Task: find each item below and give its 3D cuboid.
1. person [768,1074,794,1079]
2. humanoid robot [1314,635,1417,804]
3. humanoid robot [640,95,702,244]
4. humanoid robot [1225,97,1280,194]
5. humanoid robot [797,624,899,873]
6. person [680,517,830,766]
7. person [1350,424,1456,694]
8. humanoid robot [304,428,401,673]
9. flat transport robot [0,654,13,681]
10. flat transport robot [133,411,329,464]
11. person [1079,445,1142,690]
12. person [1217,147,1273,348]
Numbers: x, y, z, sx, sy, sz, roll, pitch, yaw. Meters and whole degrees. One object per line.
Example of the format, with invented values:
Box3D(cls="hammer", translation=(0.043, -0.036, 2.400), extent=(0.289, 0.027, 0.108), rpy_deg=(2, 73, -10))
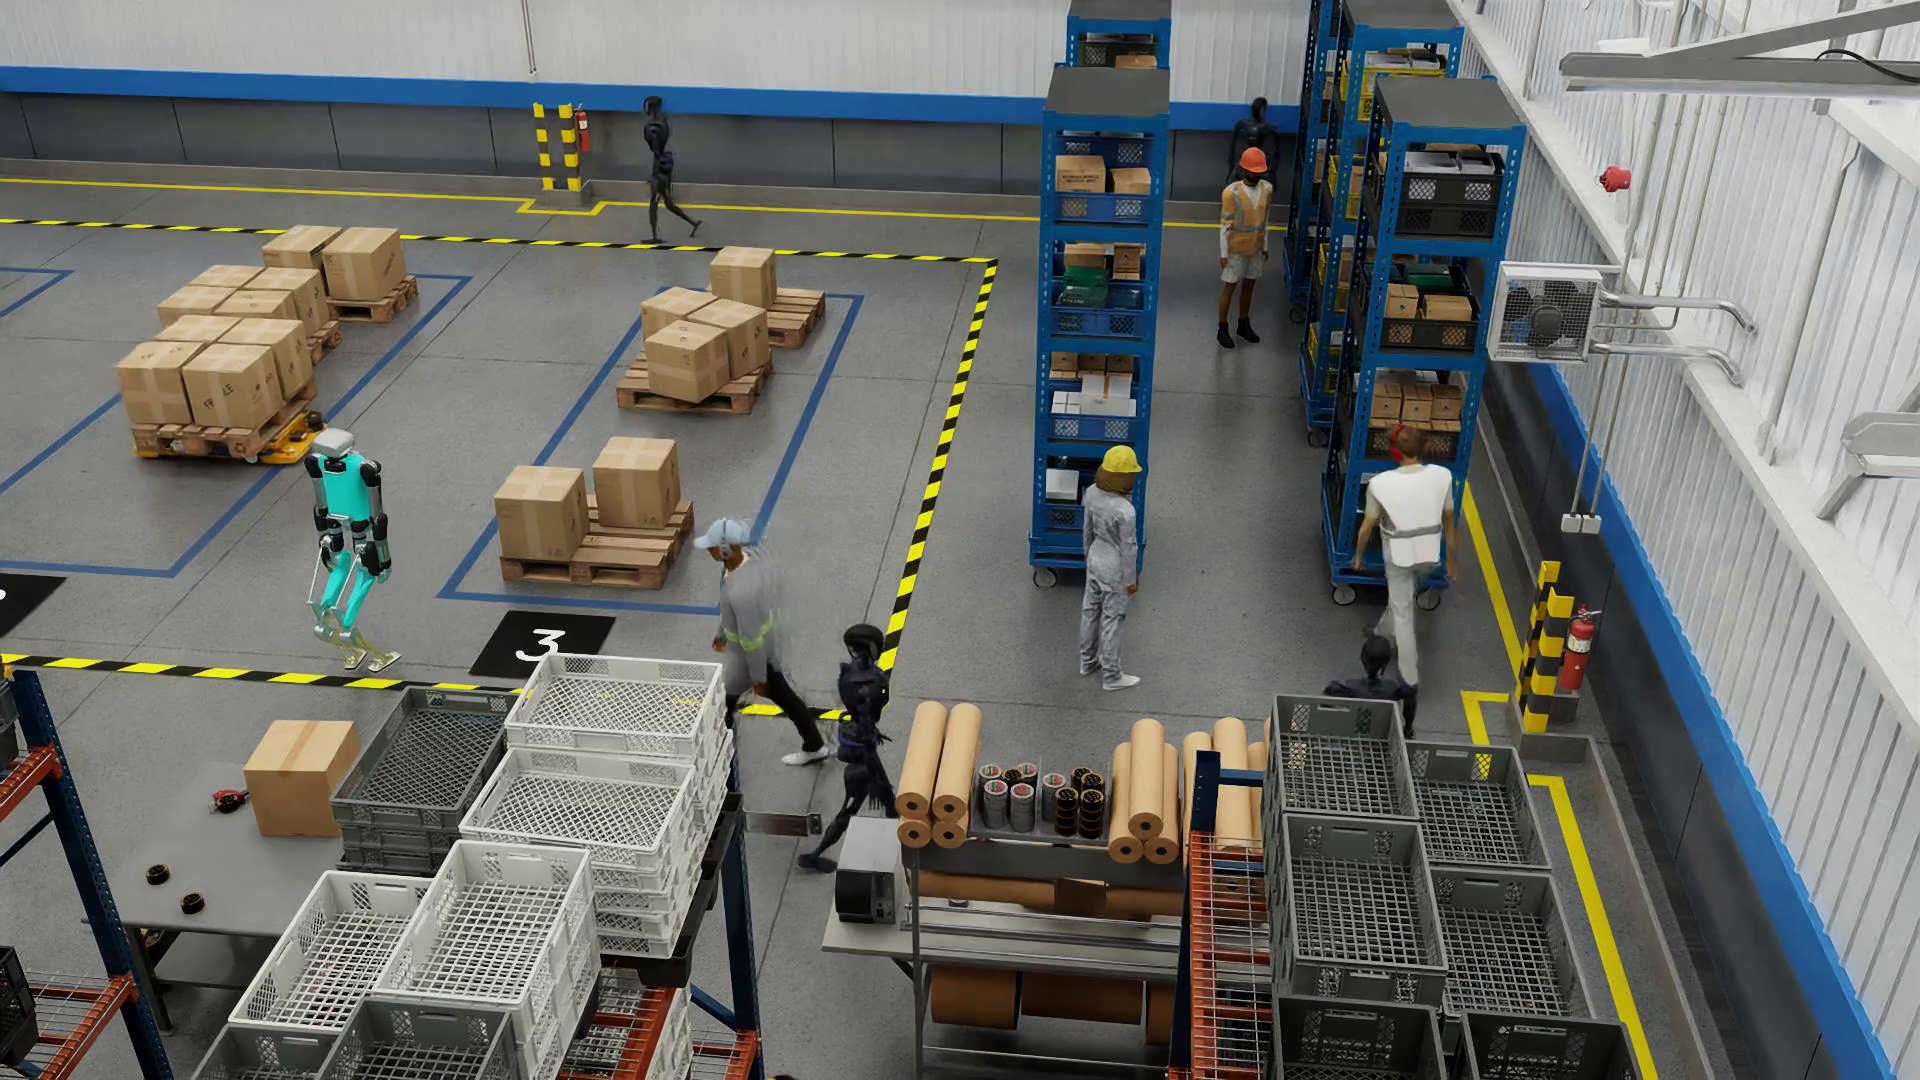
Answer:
Box3D(cls="person", translation=(-0.634, 2.732, 6.394), extent=(0.530, 1.864, 0.309), rpy_deg=(19, 35, 30))
Box3D(cls="humanoid robot", translation=(2.168, 1.294, 9.066), extent=(0.607, 1.640, 0.551), rpy_deg=(-1, 30, -2))
Box3D(cls="humanoid robot", translation=(-3.232, -4.067, 18.280), extent=(0.679, 1.638, 0.595), rpy_deg=(-3, 30, -5))
Box3D(cls="humanoid robot", translation=(3.204, -4.045, 18.230), extent=(0.591, 1.643, 0.502), rpy_deg=(13, 33, 21))
Box3D(cls="humanoid robot", translation=(-0.554, 1.169, 9.313), extent=(0.783, 1.628, 0.603), rpy_deg=(-2, 30, -3))
Box3D(cls="person", translation=(-1.289, 0.652, 10.036), extent=(1.008, 1.790, 0.577), rpy_deg=(1, 30, 1))
Box3D(cls="person", translation=(2.918, 0.092, 11.010), extent=(0.571, 1.774, 0.897), rpy_deg=(-7, 31, -13))
Box3D(cls="humanoid robot", translation=(-4.049, 0.153, 10.817), extent=(0.533, 1.677, 0.735), rpy_deg=(9, 31, 15))
Box3D(cls="flat transport robot", translation=(-7.142, 0.969, 11.010), extent=(1.431, 0.231, 0.659), rpy_deg=(3, 30, 6))
Box3D(cls="flat transport robot", translation=(-6.229, -0.916, 14.219), extent=(1.431, 0.197, 0.652), rpy_deg=(3, 30, 6))
Box3D(cls="person", translation=(1.001, 0.173, 10.914), extent=(0.309, 1.738, 0.483), rpy_deg=(-18, 35, -28))
Box3D(cls="person", translation=(2.715, -2.777, 15.785), extent=(0.550, 1.935, 0.356), rpy_deg=(-14, 33, -23))
